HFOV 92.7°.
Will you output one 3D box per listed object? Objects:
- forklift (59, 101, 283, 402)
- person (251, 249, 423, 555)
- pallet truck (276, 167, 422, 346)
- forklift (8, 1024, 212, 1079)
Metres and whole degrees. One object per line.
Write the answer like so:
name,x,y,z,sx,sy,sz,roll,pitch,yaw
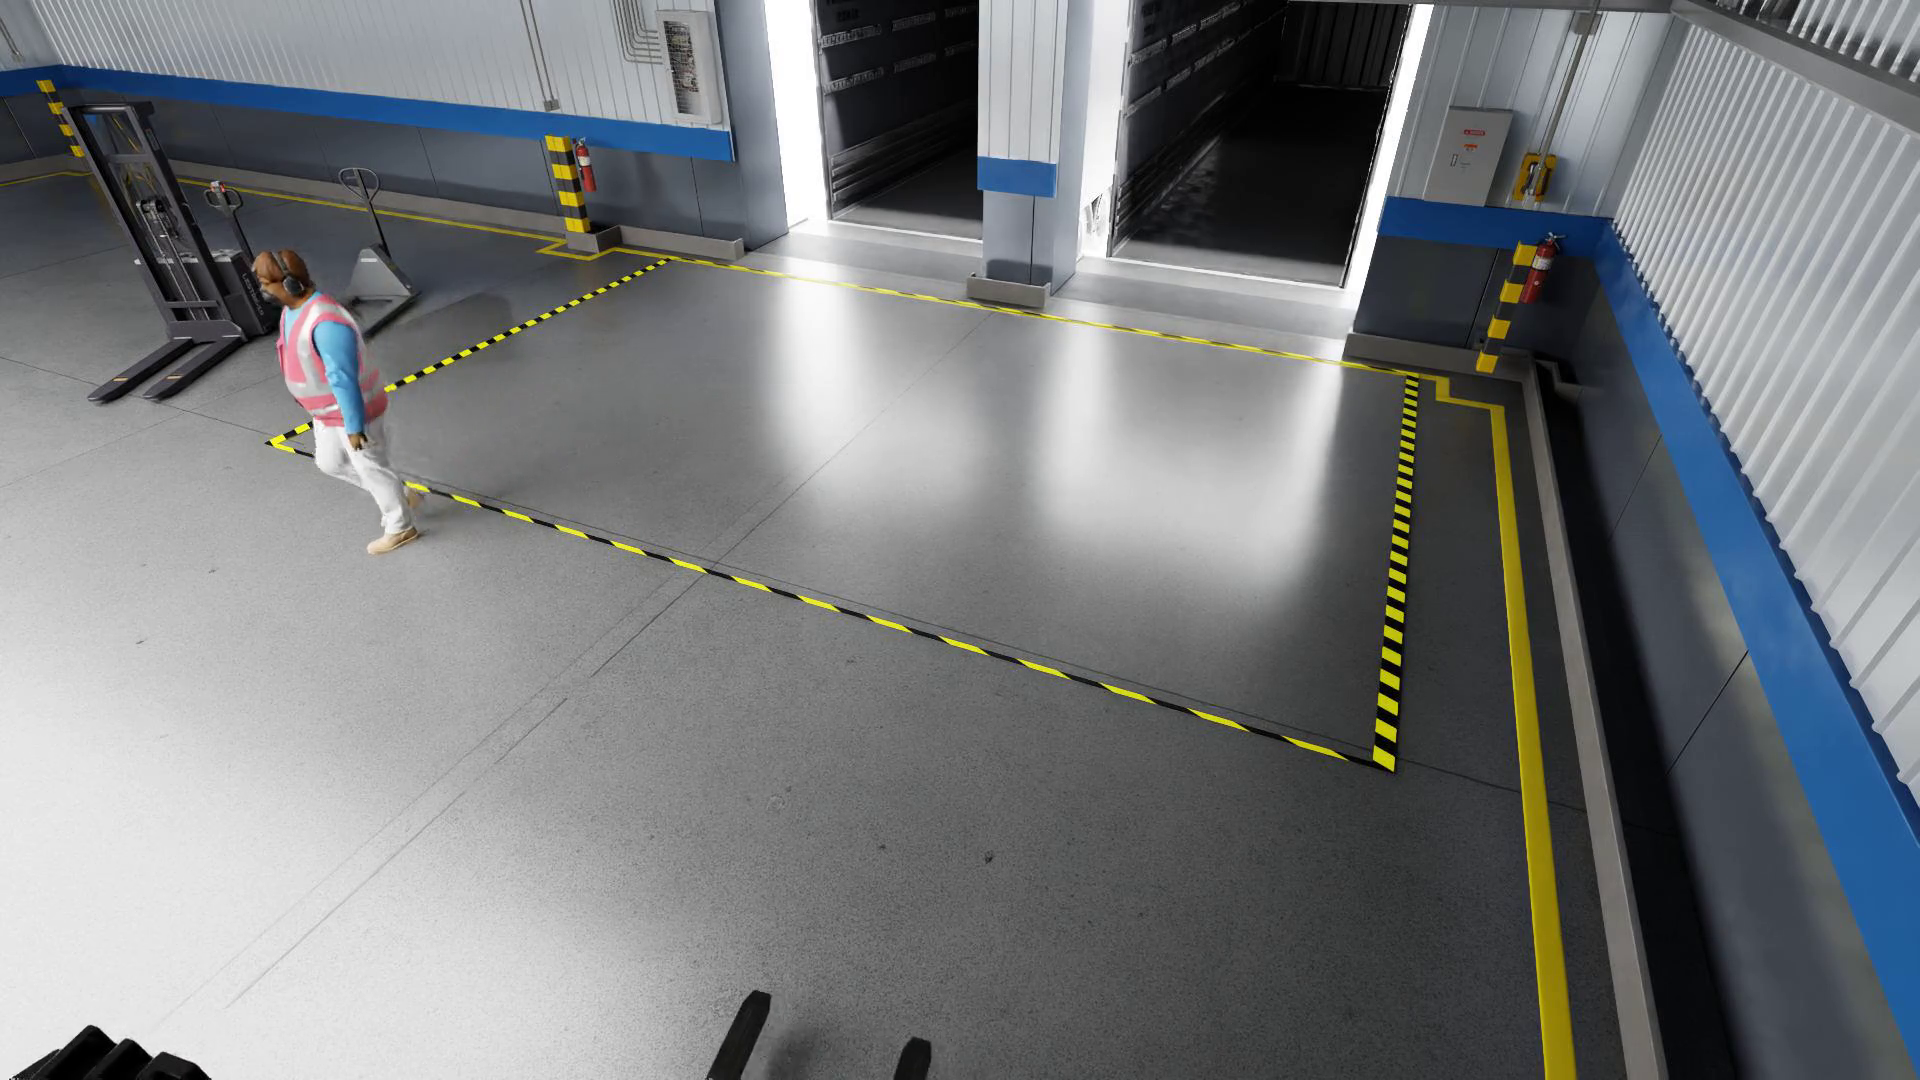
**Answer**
forklift,-6.686,-2.387,7.434,0.823,1.965,1.885,-3,35,-5
person,-3.503,-0.749,5.241,0.626,1.829,0.451,26,43,32
pallet truck,-5.732,-2.611,8.414,0.680,1.201,1.601,-1,35,-1
forklift,-1.072,2.116,0.683,1.157,2.036,2.680,9,36,13
